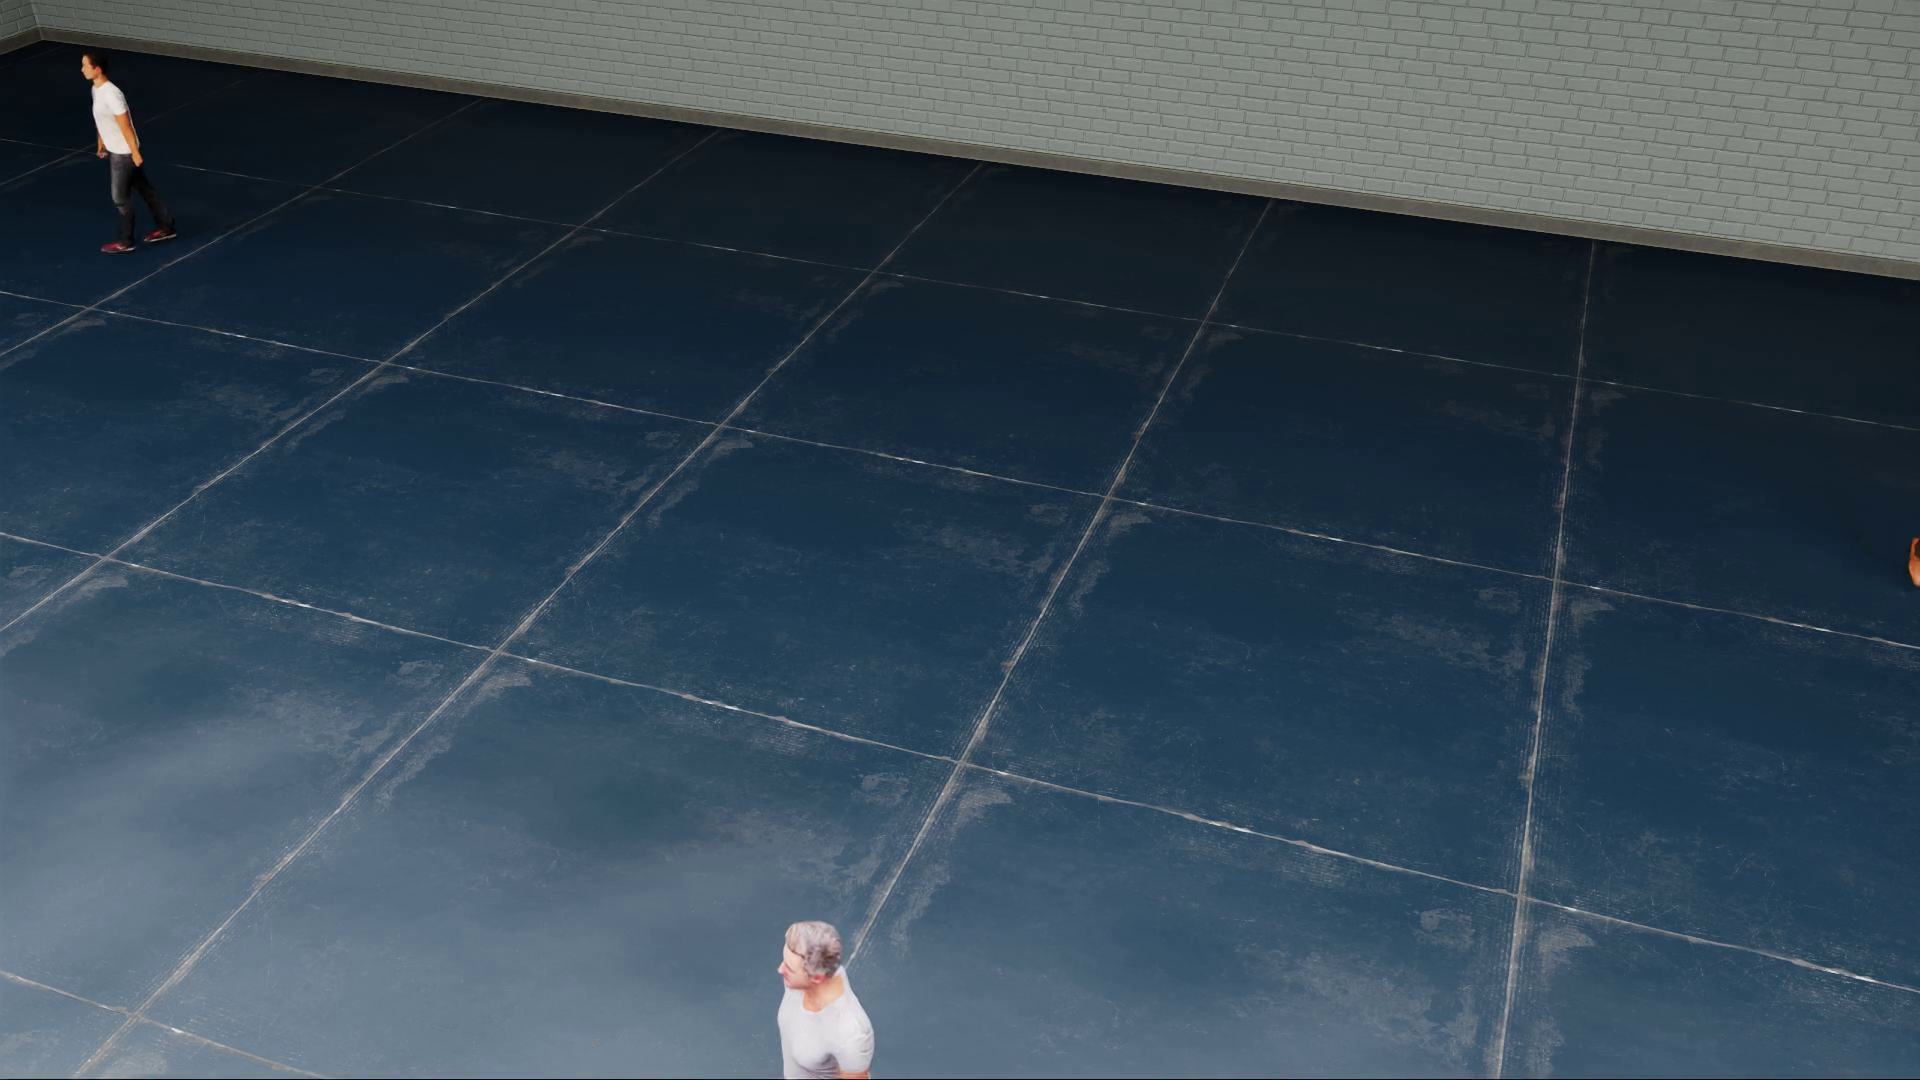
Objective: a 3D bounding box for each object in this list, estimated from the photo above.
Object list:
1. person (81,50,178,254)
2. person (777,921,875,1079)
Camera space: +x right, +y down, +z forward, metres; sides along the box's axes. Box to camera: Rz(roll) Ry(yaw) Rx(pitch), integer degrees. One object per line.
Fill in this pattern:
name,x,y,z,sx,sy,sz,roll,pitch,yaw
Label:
person,-7.383,-3.493,14.871,1.058,1.780,0.933,-24,40,-32
person,-0.469,2.094,6.238,0.803,1.827,0.750,-15,36,-22
